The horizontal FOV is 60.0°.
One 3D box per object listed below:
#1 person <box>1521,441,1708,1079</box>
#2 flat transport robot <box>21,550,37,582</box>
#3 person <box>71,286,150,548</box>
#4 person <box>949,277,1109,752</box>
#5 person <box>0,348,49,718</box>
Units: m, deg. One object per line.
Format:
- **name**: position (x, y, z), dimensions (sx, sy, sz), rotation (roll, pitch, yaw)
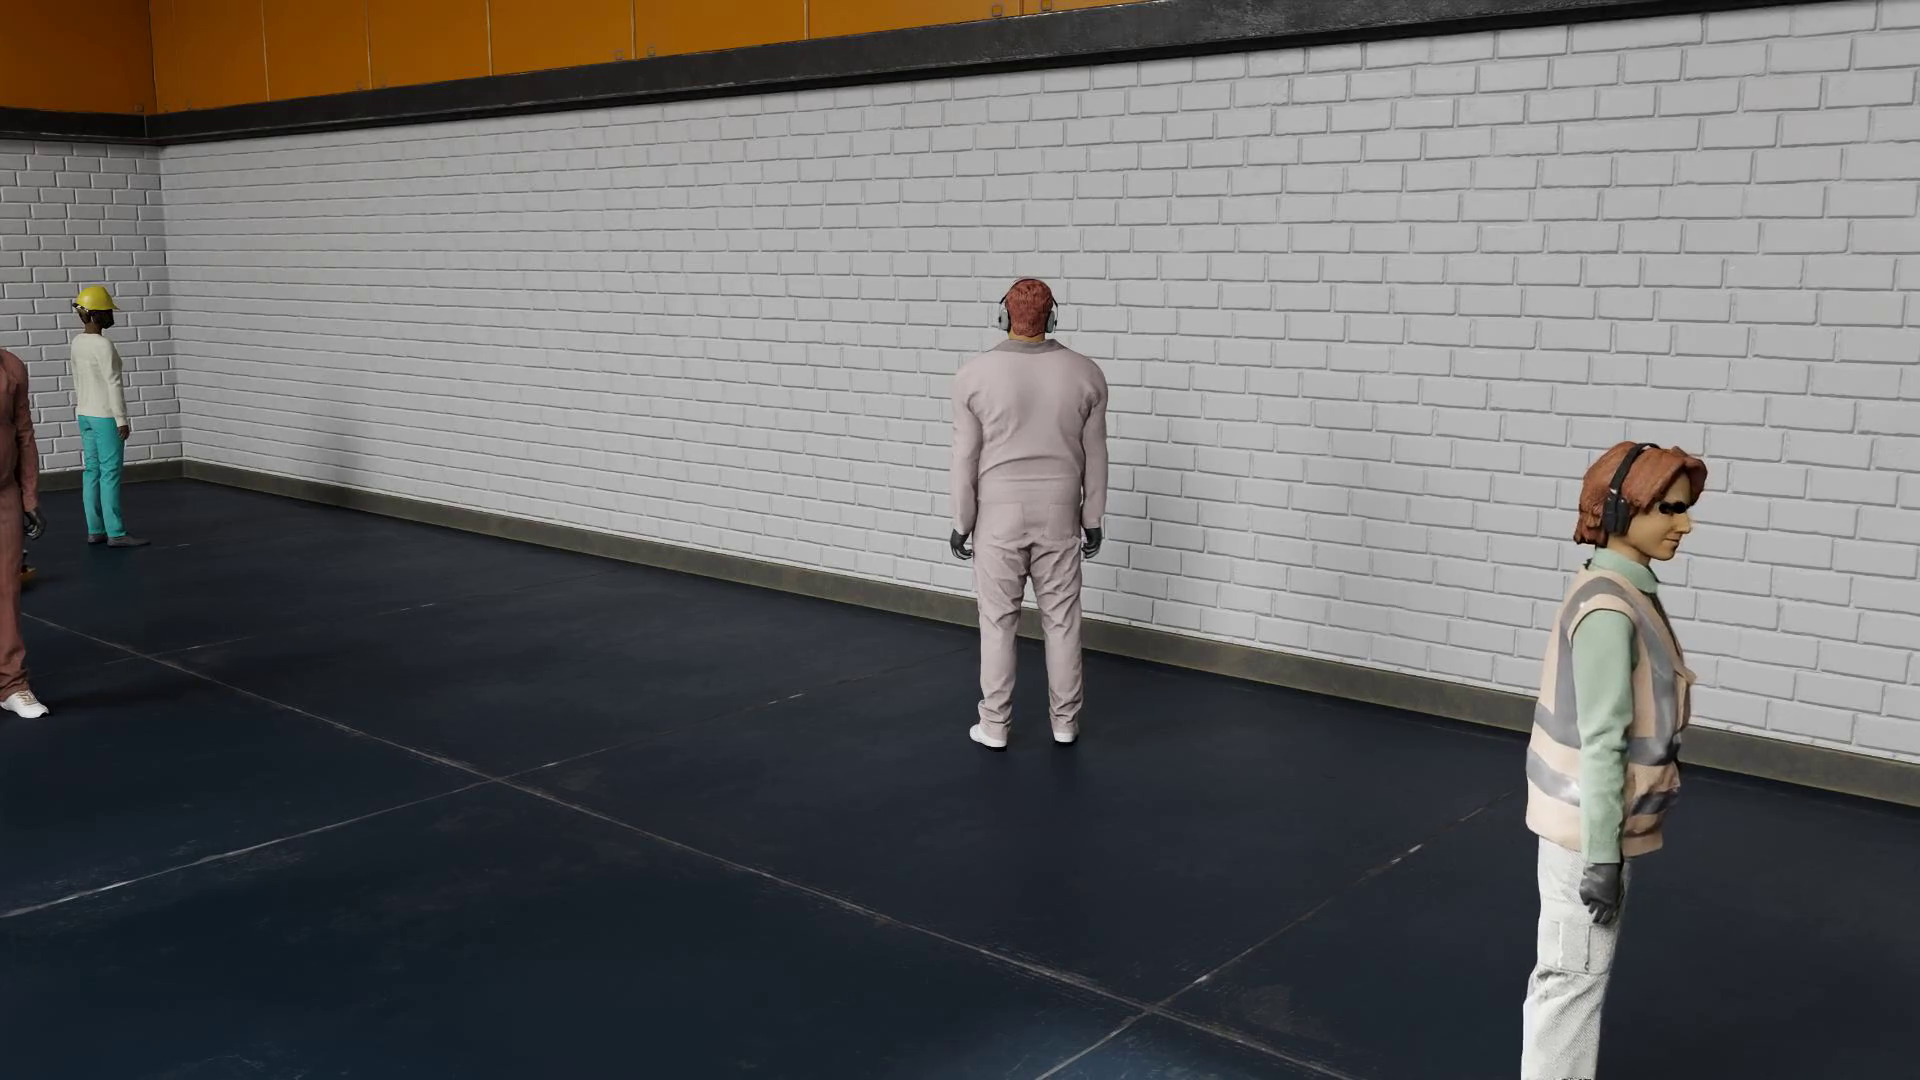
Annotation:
- **person**: position (1.333, 0.610, 3.458), dimensions (0.315, 1.636, 0.515), rotation (4, 11, 23)
- **flat transport robot**: position (-6.292, 0.190, 9.733), dimensions (1.431, 0.197, 0.652), rotation (1, 10, 4)
- **person**: position (-5.795, -0.826, 11.268), dimensions (0.525, 1.769, 0.308), rotation (7, 12, 36)
- **person**: position (0.270, -0.096, 6.708), dimensions (0.651, 1.907, 0.409), rotation (-2, 10, -10)
- **person**: position (-4.192, -0.149, 6.998), dimensions (0.409, 1.913, 0.645), rotation (9, 13, 40)
